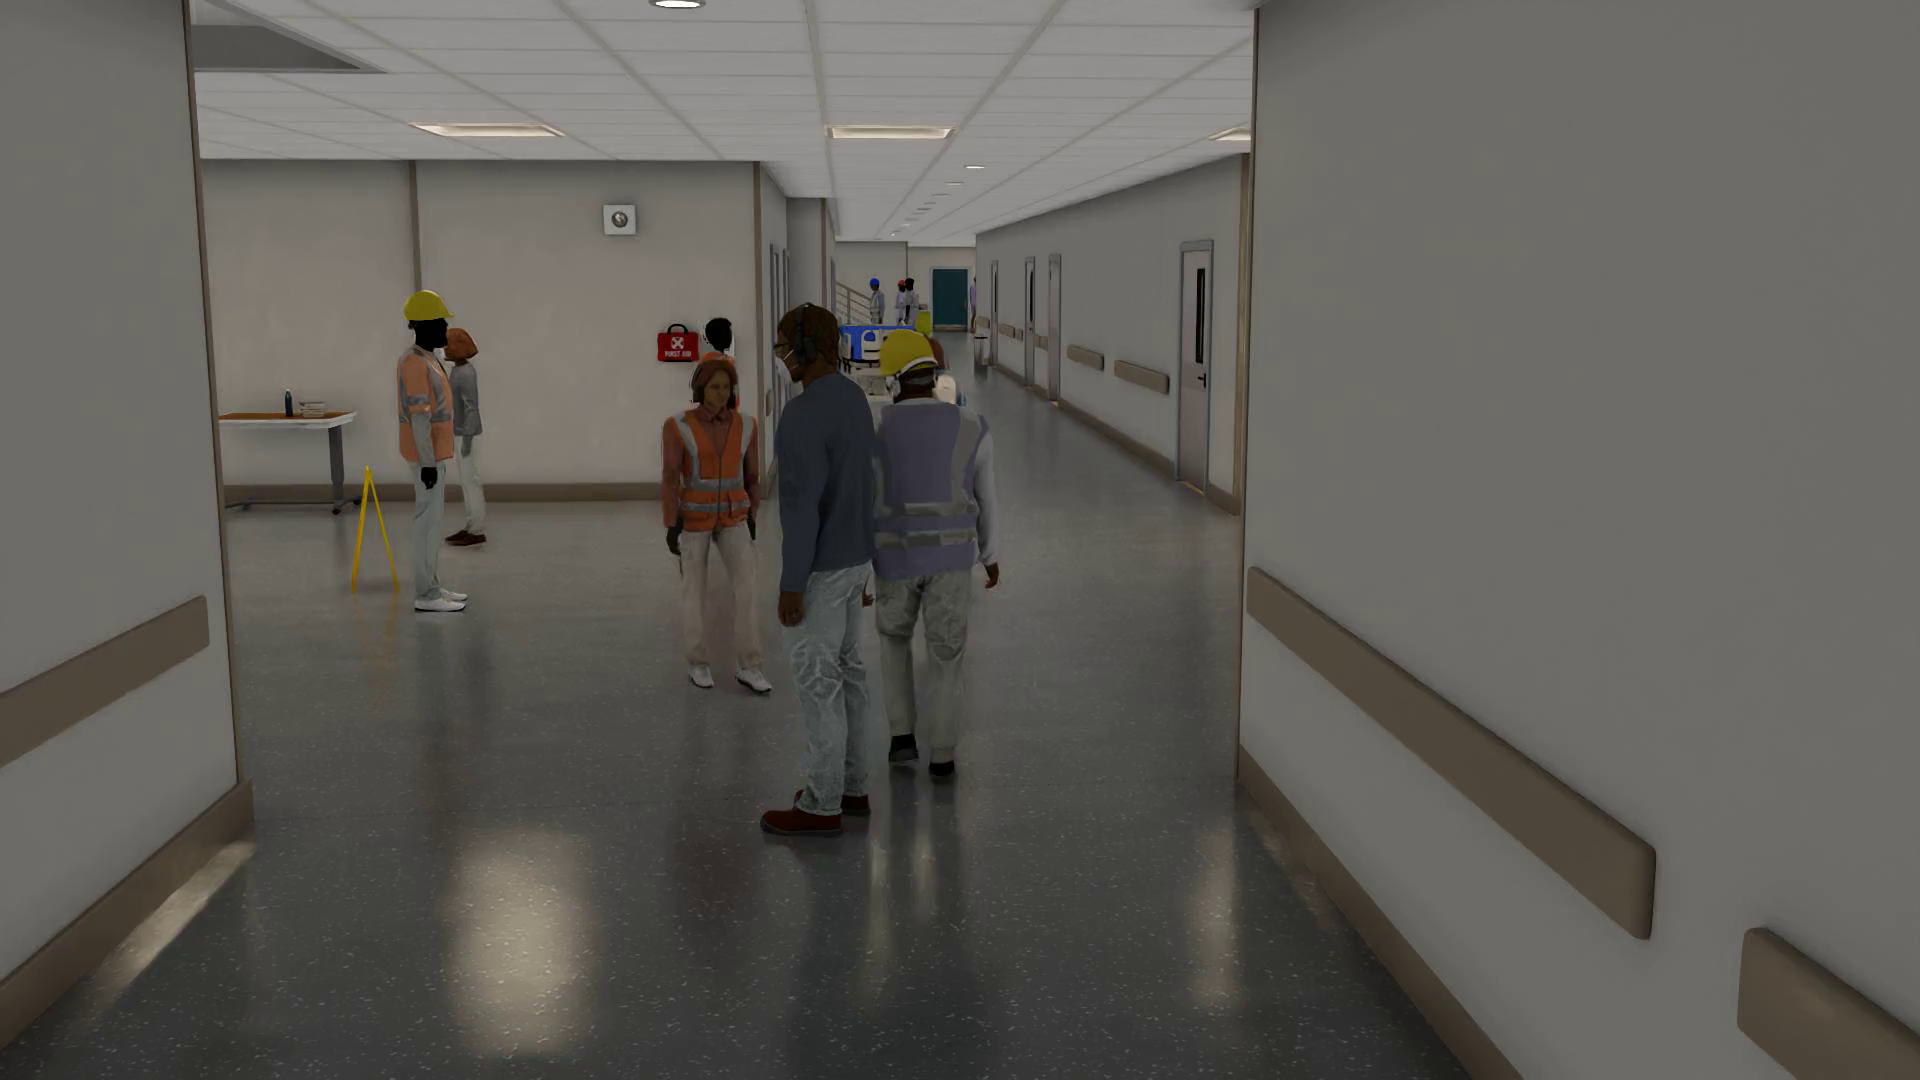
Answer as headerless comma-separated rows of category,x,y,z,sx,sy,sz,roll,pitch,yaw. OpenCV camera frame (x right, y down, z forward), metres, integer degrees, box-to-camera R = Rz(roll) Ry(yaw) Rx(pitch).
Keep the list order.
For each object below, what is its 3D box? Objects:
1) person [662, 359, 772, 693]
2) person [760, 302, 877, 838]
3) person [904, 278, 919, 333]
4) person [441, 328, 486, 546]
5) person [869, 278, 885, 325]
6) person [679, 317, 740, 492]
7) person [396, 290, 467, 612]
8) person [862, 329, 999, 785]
person,-1.174,-0.054,8.006,0.541,1.616,0.639,-4,10,-26
person,-0.501,0.108,6.054,0.386,1.929,0.634,2,9,15
person,-1.279,-5.850,43.381,0.388,1.951,0.610,3,10,21
person,-3.728,-0.772,12.479,0.279,1.632,0.502,-4,10,-26
person,-2.134,-5.714,42.542,0.404,1.939,0.615,-4,10,-26
person,-2.092,-1.057,14.118,0.757,1.671,0.533,-5,10,-29
person,-3.201,-0.534,10.056,0.352,1.929,0.594,-2,9,-13
person,-0.144,0.062,6.681,0.616,1.808,0.496,0,9,-3
